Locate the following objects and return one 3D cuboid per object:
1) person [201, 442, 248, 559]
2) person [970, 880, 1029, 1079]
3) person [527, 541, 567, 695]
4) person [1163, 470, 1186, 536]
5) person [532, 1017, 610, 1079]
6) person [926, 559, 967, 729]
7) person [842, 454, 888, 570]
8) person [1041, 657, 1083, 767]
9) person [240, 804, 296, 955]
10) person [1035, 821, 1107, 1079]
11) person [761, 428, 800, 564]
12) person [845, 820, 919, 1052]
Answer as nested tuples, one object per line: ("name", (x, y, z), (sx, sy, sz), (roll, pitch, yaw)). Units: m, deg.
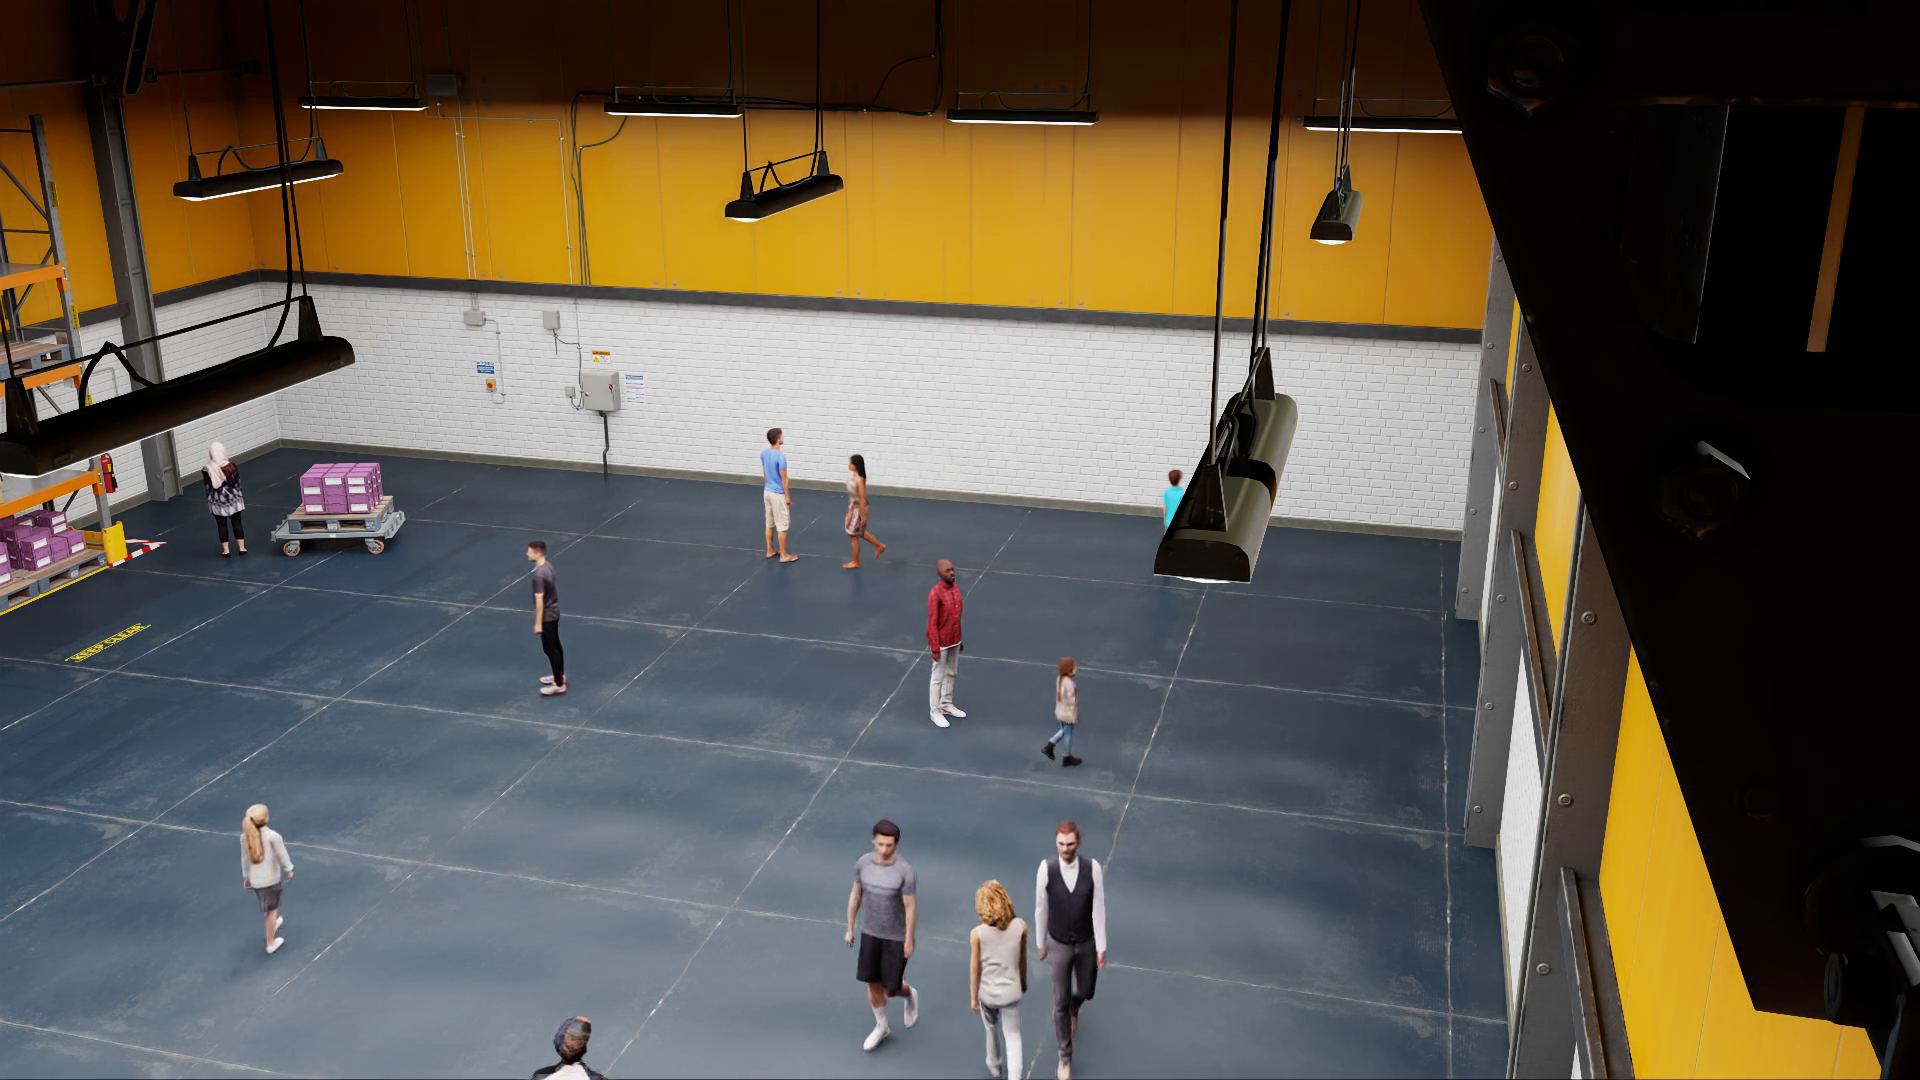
("person", (-10.152, -0.564, 22.972), (0.752, 1.638, 0.806), (-9, 21, -26))
("person", (0.296, 3.218, 11.739), (0.827, 1.638, 1.073), (-2, 19, -5))
("person", (-4.615, 0.844, 18.597), (0.763, 1.760, 0.624), (-3, 19, -10))
("person", (2.895, -0.247, 22.326), (0.572, 1.448, 0.562), (11, 22, 30))
("person", (-2.297, 3.728, 9.848), (0.725, 1.878, 0.667), (3, 19, 10))
("person", (-0.169, 1.065, 17.850), (0.806, 1.819, 0.676), (15, 23, 37))
("person", (-1.287, -0.390, 22.474), (0.920, 1.625, 0.919), (-3, 19, -9))
("person", (1.032, 1.745, 16.822), (0.706, 1.187, 0.677), (-5, 19, -16))
("person", (-5.718, 2.786, 13.618), (0.547, 1.258, 0.713), (3, 19, 10))
("person", (0.823, 2.913, 12.204), (0.860, 1.921, 1.128), (-1, 19, -2))
("person", (-2.521, -0.630, 22.815), (0.745, 1.863, 0.742), (-18, 25, -42))
("person", (-0.507, 2.887, 12.386), (0.801, 1.854, 0.876), (11, 21, 29))
